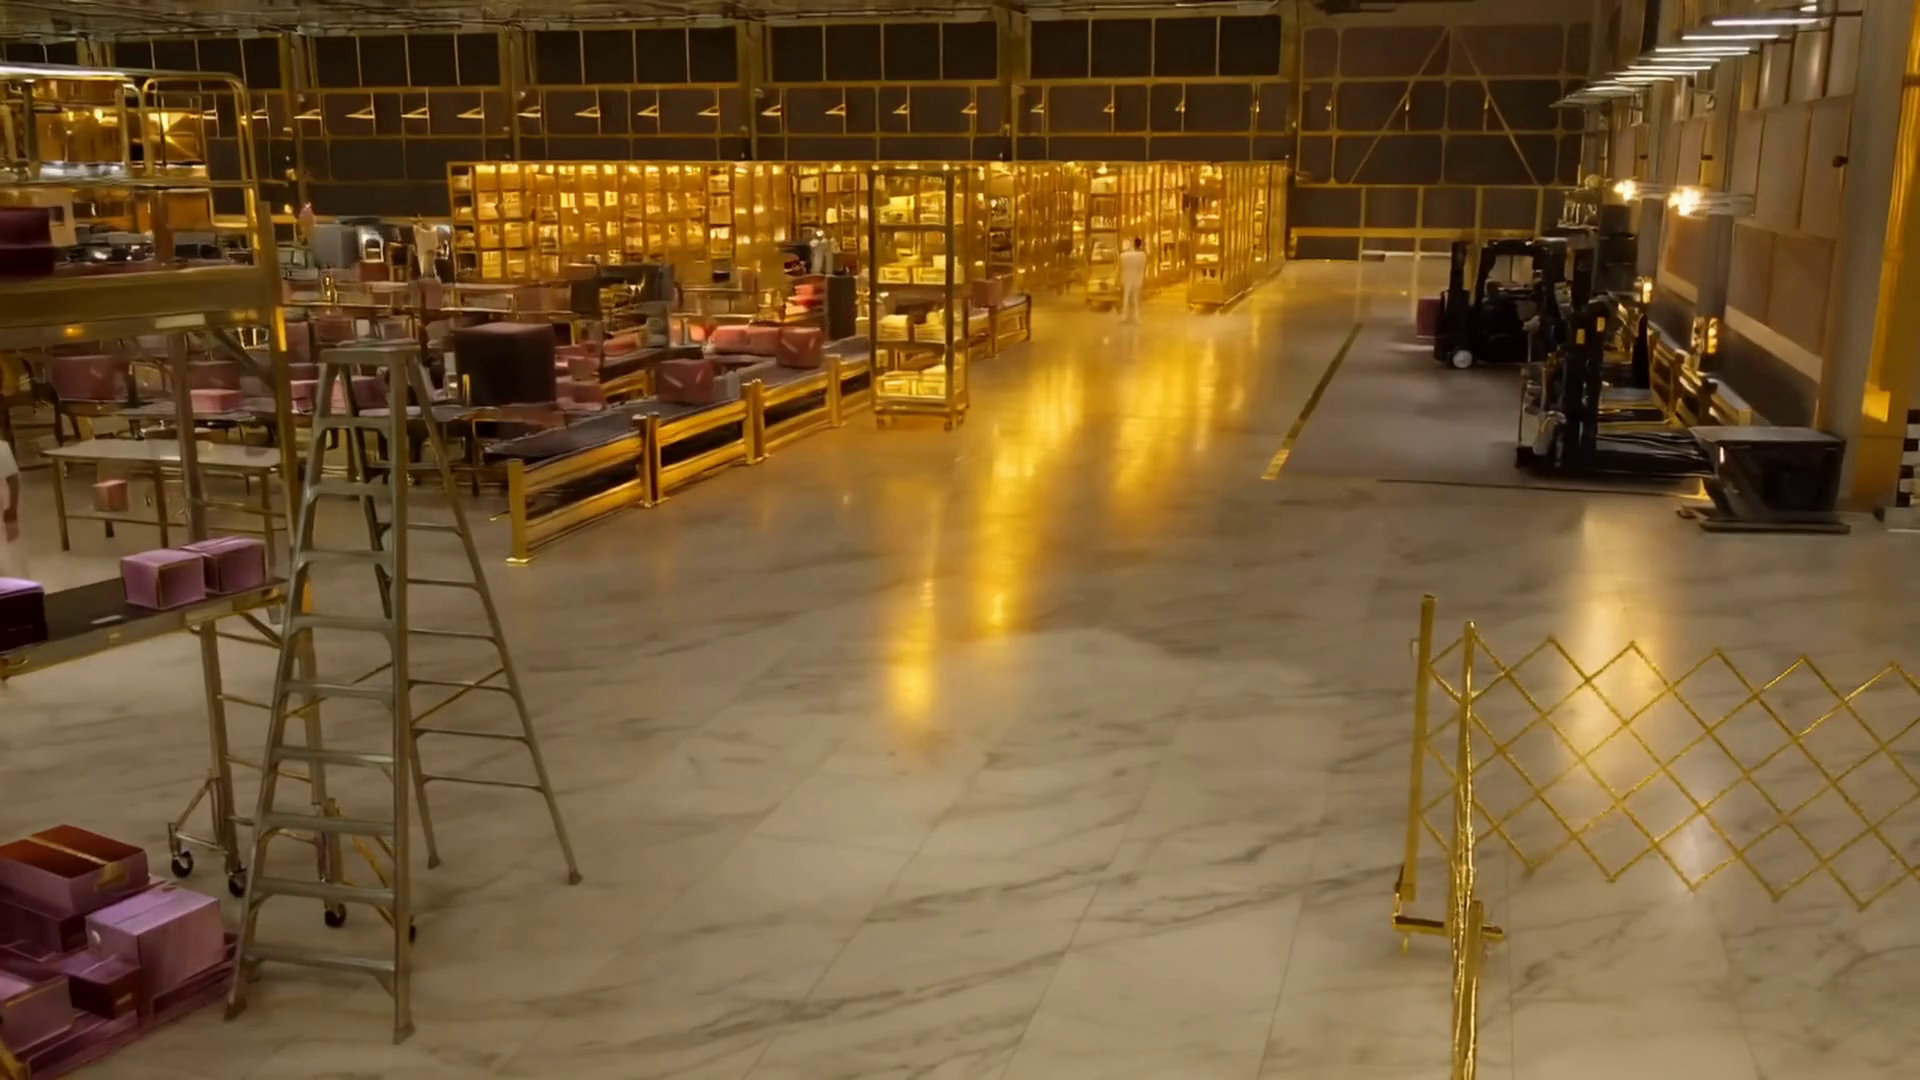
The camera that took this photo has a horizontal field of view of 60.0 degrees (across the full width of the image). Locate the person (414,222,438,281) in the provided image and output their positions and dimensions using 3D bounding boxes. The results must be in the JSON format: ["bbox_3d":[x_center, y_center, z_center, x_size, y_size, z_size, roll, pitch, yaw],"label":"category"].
[{"bbox_3d":[-15.620,-8.388,48.748,0.642,1.864,0.967,-4,14,-16],"label":"person"}]

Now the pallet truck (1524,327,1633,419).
[{"bbox_3d":[9.065,-2.460,24.370,1.522,1.261,0.704,3,13,14],"label":"pallet truck"}]

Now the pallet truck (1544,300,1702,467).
[{"bbox_3d":[8.263,-1.952,20.631,1.885,1.965,0.823,5,14,20],"label":"pallet truck"}]

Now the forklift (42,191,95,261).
[{"bbox_3d":[-28.442,-9.810,52.646,1.129,2.768,1.873,4,14,16],"label":"forklift"}]

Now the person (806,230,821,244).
[{"bbox_3d":[-3.846,-7.367,44.382,0.403,1.830,0.599,13,18,43],"label":"person"}]

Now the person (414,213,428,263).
[{"bbox_3d":[-19.143,-10.741,59.176,0.485,1.735,0.346,-8,15,-32],"label":"person"}]

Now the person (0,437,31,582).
[{"bbox_3d":[-7.745,-0.210,13.390,0.533,1.868,0.310,9,16,35],"label":"person"}]

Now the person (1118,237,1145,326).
[{"bbox_3d":[3.839,-5.792,37.247,0.610,1.984,0.400,12,17,41],"label":"person"}]

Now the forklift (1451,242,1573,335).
[{"bbox_3d":[10.464,-4.597,31.405,2.680,1.987,1.157,4,14,16],"label":"forklift"}]

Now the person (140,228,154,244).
[{"bbox_3d":[-22.178,-7.591,45.374,0.658,1.813,0.626,5,14,21],"label":"person"}]

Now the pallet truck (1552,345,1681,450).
[{"bbox_3d":[8.641,-1.896,21.908,1.630,1.274,0.653,4,14,16],"label":"pallet truck"}]

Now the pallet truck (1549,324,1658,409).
[{"bbox_3d":[9.824,-2.669,25.407,1.601,1.201,0.680,4,14,16],"label":"pallet truck"}]

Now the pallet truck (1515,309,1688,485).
[{"bbox_3d":[7.554,-1.677,19.446,1.885,1.965,0.823,3,13,14],"label":"pallet truck"}]

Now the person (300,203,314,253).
[{"bbox_3d":[-25.533,-12.216,65.127,0.404,1.922,0.578,6,14,23],"label":"person"}]

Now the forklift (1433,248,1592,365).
[{"bbox_3d":[9.780,-4.111,29.280,2.680,1.987,1.157,3,13,14],"label":"forklift"}]

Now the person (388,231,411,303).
[{"bbox_3d":[-14.505,-7.072,43.082,0.570,1.841,0.372,-1,13,-5],"label":"person"}]
